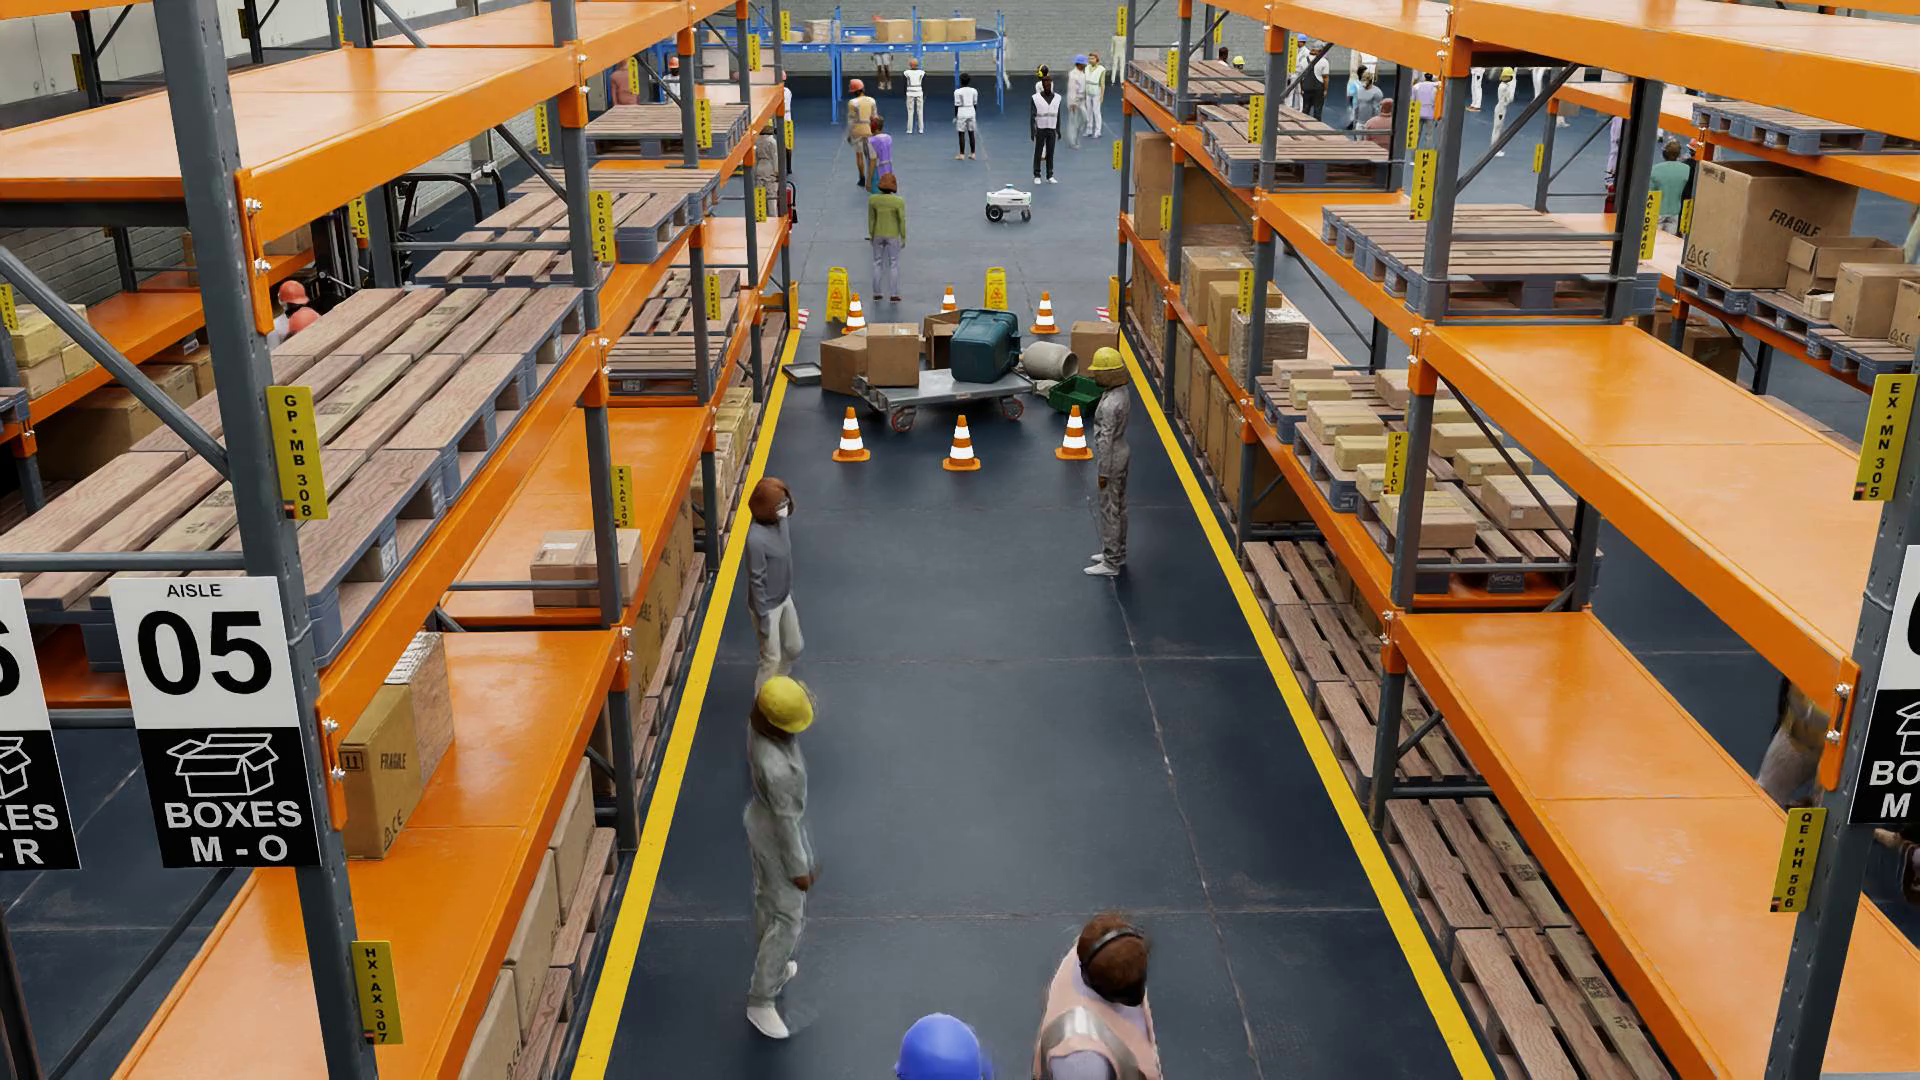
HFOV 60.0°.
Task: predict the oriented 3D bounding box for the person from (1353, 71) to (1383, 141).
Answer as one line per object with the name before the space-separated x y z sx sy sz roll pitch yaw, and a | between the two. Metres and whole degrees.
person | 7.551 -7.731 30.955 0.391 1.928 0.635 -12 24 -29

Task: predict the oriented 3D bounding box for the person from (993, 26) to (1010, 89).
person | 1.184 -13.454 46.401 0.485 1.701 0.848 -13 24 -31

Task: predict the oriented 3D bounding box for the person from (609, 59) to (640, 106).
person | -6.952 -9.118 34.670 0.637 1.887 0.732 -5 21 -12

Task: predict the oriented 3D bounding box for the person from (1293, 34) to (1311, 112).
person | 8.187 -11.189 40.055 0.394 1.949 0.602 -6 22 -15

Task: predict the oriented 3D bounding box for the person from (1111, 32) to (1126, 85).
person | 4.557 -13.816 47.463 0.512 1.621 0.312 6 22 16

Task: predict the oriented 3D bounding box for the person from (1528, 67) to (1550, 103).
person | 14.844 -12.152 42.751 0.704 1.845 0.592 -17 27 -38

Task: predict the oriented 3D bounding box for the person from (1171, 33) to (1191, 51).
person | 5.451 -11.537 40.859 0.604 2.034 0.386 -12 24 -29

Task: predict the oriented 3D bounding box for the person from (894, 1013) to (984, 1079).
person | -0.057 2.230 4.693 0.964 1.880 0.688 16 26 36

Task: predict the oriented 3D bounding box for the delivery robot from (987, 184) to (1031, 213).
delivery robot | 0.790 -5.470 26.749 0.707 0.478 0.477 0 21 0

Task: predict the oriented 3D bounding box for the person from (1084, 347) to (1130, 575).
person | 1.091 -0.581 12.325 0.322 1.734 0.488 6 22 16

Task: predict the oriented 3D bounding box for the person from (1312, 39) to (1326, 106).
person | 9.169 -12.042 42.327 0.371 1.935 0.551 10 23 25

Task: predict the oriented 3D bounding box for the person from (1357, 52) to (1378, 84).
person | 10.008 -11.456 40.906 0.565 1.846 0.390 -6 22 -17

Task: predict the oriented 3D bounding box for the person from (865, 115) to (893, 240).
person | -1.210 -5.435 24.989 0.389 1.846 0.565 10 23 25

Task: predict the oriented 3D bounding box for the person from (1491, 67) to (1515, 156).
person | 10.998 -8.676 33.700 0.312 1.744 0.487 9 23 23

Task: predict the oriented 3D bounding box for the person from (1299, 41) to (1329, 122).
person | 7.839 -9.973 36.715 0.686 2.000 0.535 16 26 36

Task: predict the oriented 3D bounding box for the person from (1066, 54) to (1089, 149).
person | 2.442 -9.107 34.594 0.452 1.929 0.607 13 24 30

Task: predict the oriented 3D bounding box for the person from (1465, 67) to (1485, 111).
person | 12.826 -11.603 41.258 0.354 1.876 0.574 0 21 1

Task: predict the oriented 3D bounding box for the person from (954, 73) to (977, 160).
person | 0.108 -8.424 33.099 0.539 1.696 0.317 -12 24 -30

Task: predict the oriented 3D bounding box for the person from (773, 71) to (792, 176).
person | -3.351 -7.817 31.154 0.347 1.941 0.550 6 22 16

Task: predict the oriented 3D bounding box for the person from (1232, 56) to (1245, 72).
person | 5.975 -9.560 36.006 0.311 1.769 0.522 -5 21 -14

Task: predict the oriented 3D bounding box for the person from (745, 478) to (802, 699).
person | -1.110 0.389 9.915 0.298 1.617 0.511 6 21 15

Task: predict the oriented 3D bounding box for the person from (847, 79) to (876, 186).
person | -1.754 -7.305 29.861 0.585 1.903 0.410 -13 25 -31

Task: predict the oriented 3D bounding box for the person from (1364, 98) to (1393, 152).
person | 6.793 -6.114 26.705 0.652 1.904 0.403 6 21 15

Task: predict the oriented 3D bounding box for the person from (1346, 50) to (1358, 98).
person | 10.481 -12.535 44.068 0.279 1.627 0.507 15 25 34

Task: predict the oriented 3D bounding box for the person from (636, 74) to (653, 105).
person | -7.025 -9.802 36.552 0.523 1.821 0.701 0 21 -1

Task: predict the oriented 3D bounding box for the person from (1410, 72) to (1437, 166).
person | 9.035 -8.233 32.291 0.587 1.919 0.403 11 23 27

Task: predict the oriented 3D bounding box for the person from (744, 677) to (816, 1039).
person | -0.798 1.333 7.318 0.354 1.699 0.607 -6 21 -15

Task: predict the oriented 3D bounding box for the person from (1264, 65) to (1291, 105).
person | 7.003 -9.948 36.779 0.608 1.941 0.711 5 21 12

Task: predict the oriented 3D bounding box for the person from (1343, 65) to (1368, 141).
person | 8.316 -9.074 34.818 0.548 1.685 0.425 -13 24 -30

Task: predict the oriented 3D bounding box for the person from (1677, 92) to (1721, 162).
person | 14.444 -8.198 32.235 0.923 1.885 0.657 4 21 10

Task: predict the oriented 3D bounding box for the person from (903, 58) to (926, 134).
person | -1.010 -9.878 37.021 0.521 1.640 0.307 -4 21 -9

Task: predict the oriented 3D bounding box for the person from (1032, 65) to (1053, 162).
person | 1.648 -8.449 32.947 0.327 1.861 0.499 16 26 37

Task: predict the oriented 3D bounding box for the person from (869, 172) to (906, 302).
person | -0.919 -3.822 21.039 0.509 1.625 0.280 7 22 19

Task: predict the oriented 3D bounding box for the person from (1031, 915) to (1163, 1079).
person | 0.429 1.967 5.492 0.466 1.804 0.688 4 21 9

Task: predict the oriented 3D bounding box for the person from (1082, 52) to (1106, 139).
person | 2.934 -9.707 36.302 0.385 1.836 0.562 -18 27 -40

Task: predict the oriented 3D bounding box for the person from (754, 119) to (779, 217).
person | -2.988 -5.689 25.815 0.484 1.738 0.305 13 24 30

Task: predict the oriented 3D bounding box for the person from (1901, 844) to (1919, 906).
person | 4.845 1.092 7.746 0.520 1.854 0.651 -1 21 -2

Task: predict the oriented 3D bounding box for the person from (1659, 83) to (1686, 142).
person | 15.324 -9.468 35.808 0.531 1.729 0.859 13 24 30

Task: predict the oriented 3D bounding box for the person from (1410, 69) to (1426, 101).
person | 10.029 -9.805 36.531 0.332 1.856 0.526 16 26 36

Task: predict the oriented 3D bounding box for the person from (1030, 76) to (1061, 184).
person | 1.554 -7.443 30.197 0.598 1.917 0.378 -7 22 -19

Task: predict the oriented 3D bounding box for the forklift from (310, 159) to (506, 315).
forklift | -5.622 -2.910 17.832 2.313 2.155 1.214 -1 21 -1

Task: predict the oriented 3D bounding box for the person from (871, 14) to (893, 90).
person | -2.166 -13.492 46.034 0.641 2.035 0.402 5 21 14

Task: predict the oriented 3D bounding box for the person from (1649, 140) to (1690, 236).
person | 9.161 -4.230 21.677 0.630 1.940 0.372 0 21 -1
